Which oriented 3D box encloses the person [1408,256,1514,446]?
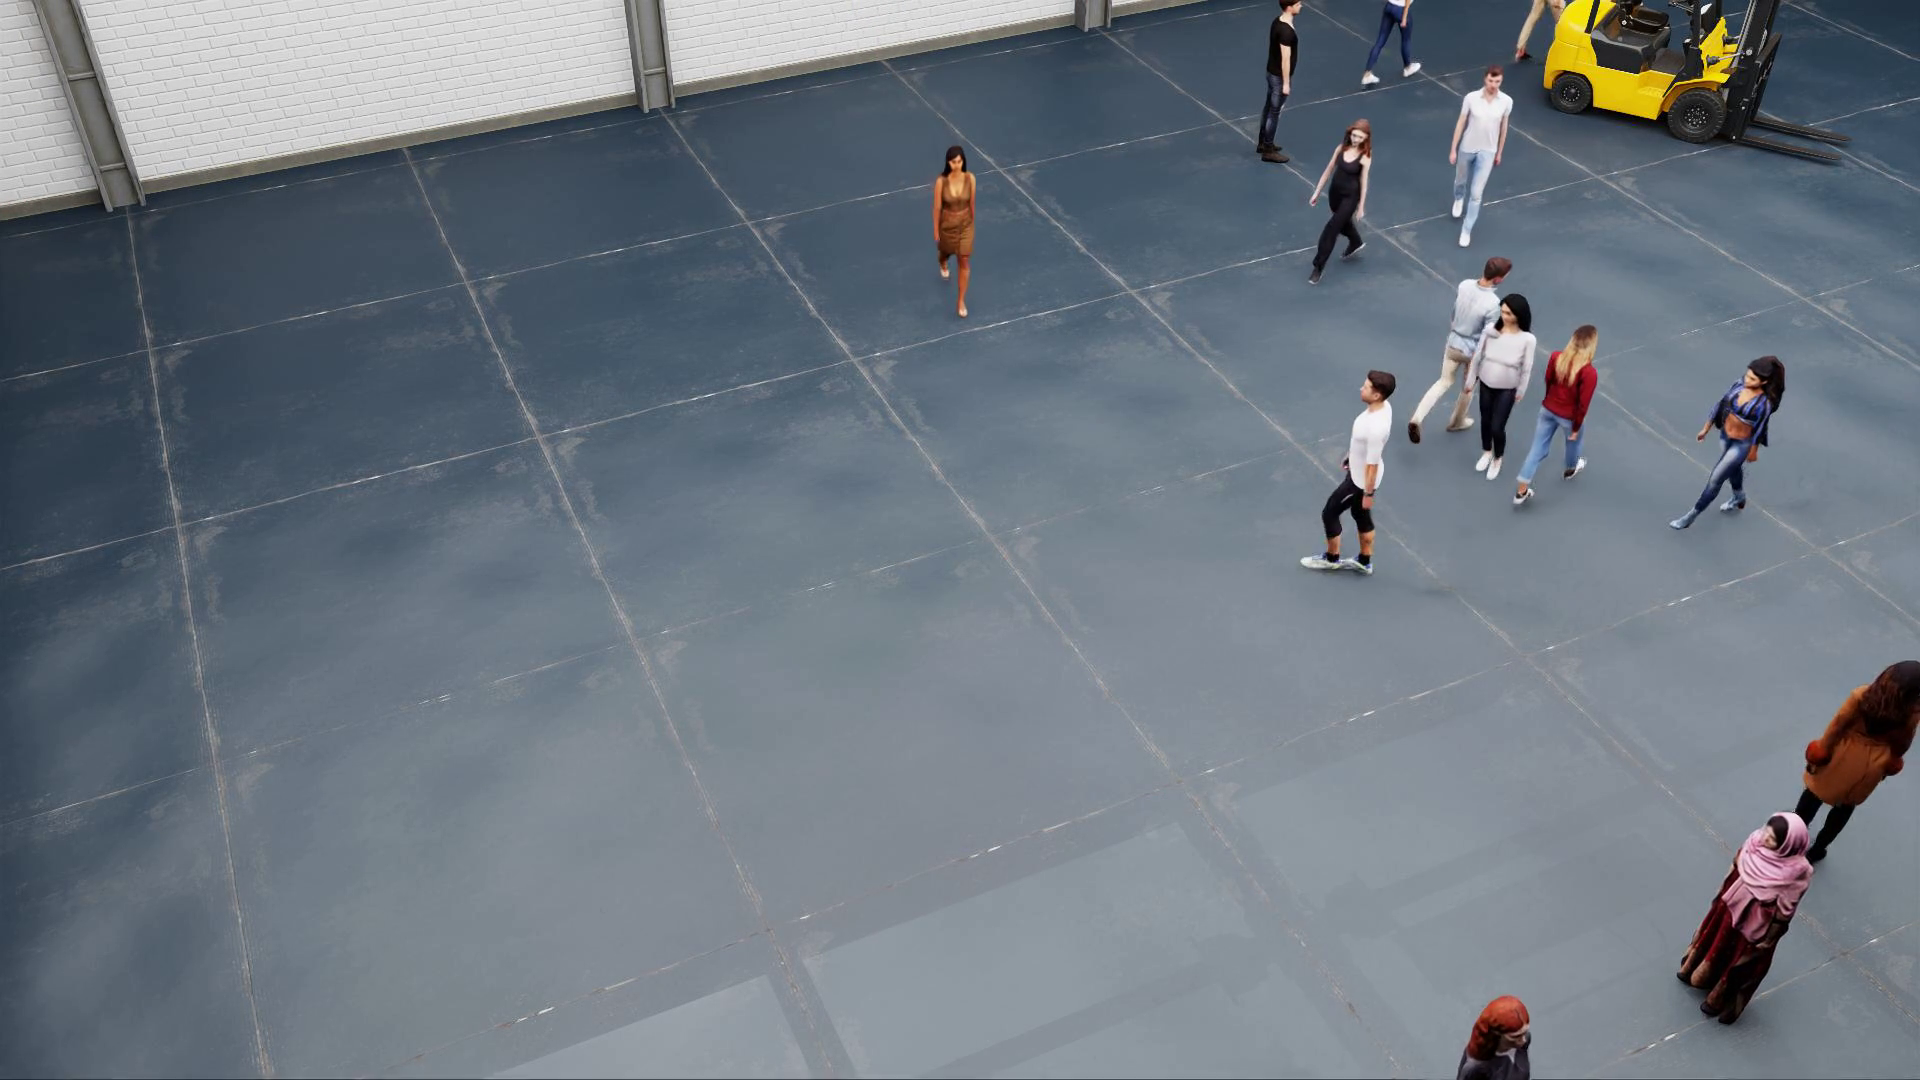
[{"bbox_3d":[4.215,-1.568,14.061,1.098,1.808,0.778,-25,45,-28],"label":"person"}]

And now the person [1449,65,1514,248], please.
[{"bbox_3d":[5.326,-4.036,17.142,1.185,1.820,1.213,11,40,14],"label":"person"}]

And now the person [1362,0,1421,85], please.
[{"bbox_3d":[5.201,-6.321,20.078,1.151,1.727,0.690,-20,43,-24],"label":"person"}]

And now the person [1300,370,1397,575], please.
[{"bbox_3d":[3.154,-0.479,12.675,0.971,1.835,0.911,13,40,16],"label":"person"}]

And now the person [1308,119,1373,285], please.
[{"bbox_3d":[3.858,-3.397,16.443,1.215,1.694,0.886,-24,44,-27],"label":"person"}]

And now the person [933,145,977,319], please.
[{"bbox_3d":[-0.066,-3.028,16.007,1.056,1.661,0.803,-7,39,-9],"label":"person"}]

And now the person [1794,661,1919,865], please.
[{"bbox_3d":[5.541,1.418,10.406,0.836,1.703,0.904,4,39,5],"label":"person"}]

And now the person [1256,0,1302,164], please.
[{"bbox_3d":[3.540,-5.165,18.495,0.721,1.896,0.753,-1,39,-1],"label":"person"}]

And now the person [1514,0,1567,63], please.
[{"bbox_3d":[7.228,-6.756,20.557,1.071,1.808,0.776,-12,40,-15],"label":"person"}]

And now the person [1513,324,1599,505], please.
[{"bbox_3d":[4.832,-0.982,13.506,1.179,1.586,0.870,-31,48,-33],"label":"person"}]

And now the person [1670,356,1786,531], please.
[{"bbox_3d":[6.247,-0.789,13.276,1.069,1.572,0.707,-11,40,-14],"label":"person"}]

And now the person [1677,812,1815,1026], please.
[{"bbox_3d":[4.563,2.126,9.577,0.668,1.630,0.713,-7,39,-9],"label":"person"}]

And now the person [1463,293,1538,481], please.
[{"bbox_3d":[4.523,-1.326,13.860,0.731,1.682,0.760,23,44,26],"label":"person"}]

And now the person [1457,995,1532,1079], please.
[{"bbox_3d":[2.616,2.878,8.553,1.104,1.735,0.780,-24,44,-27],"label":"person"}]
